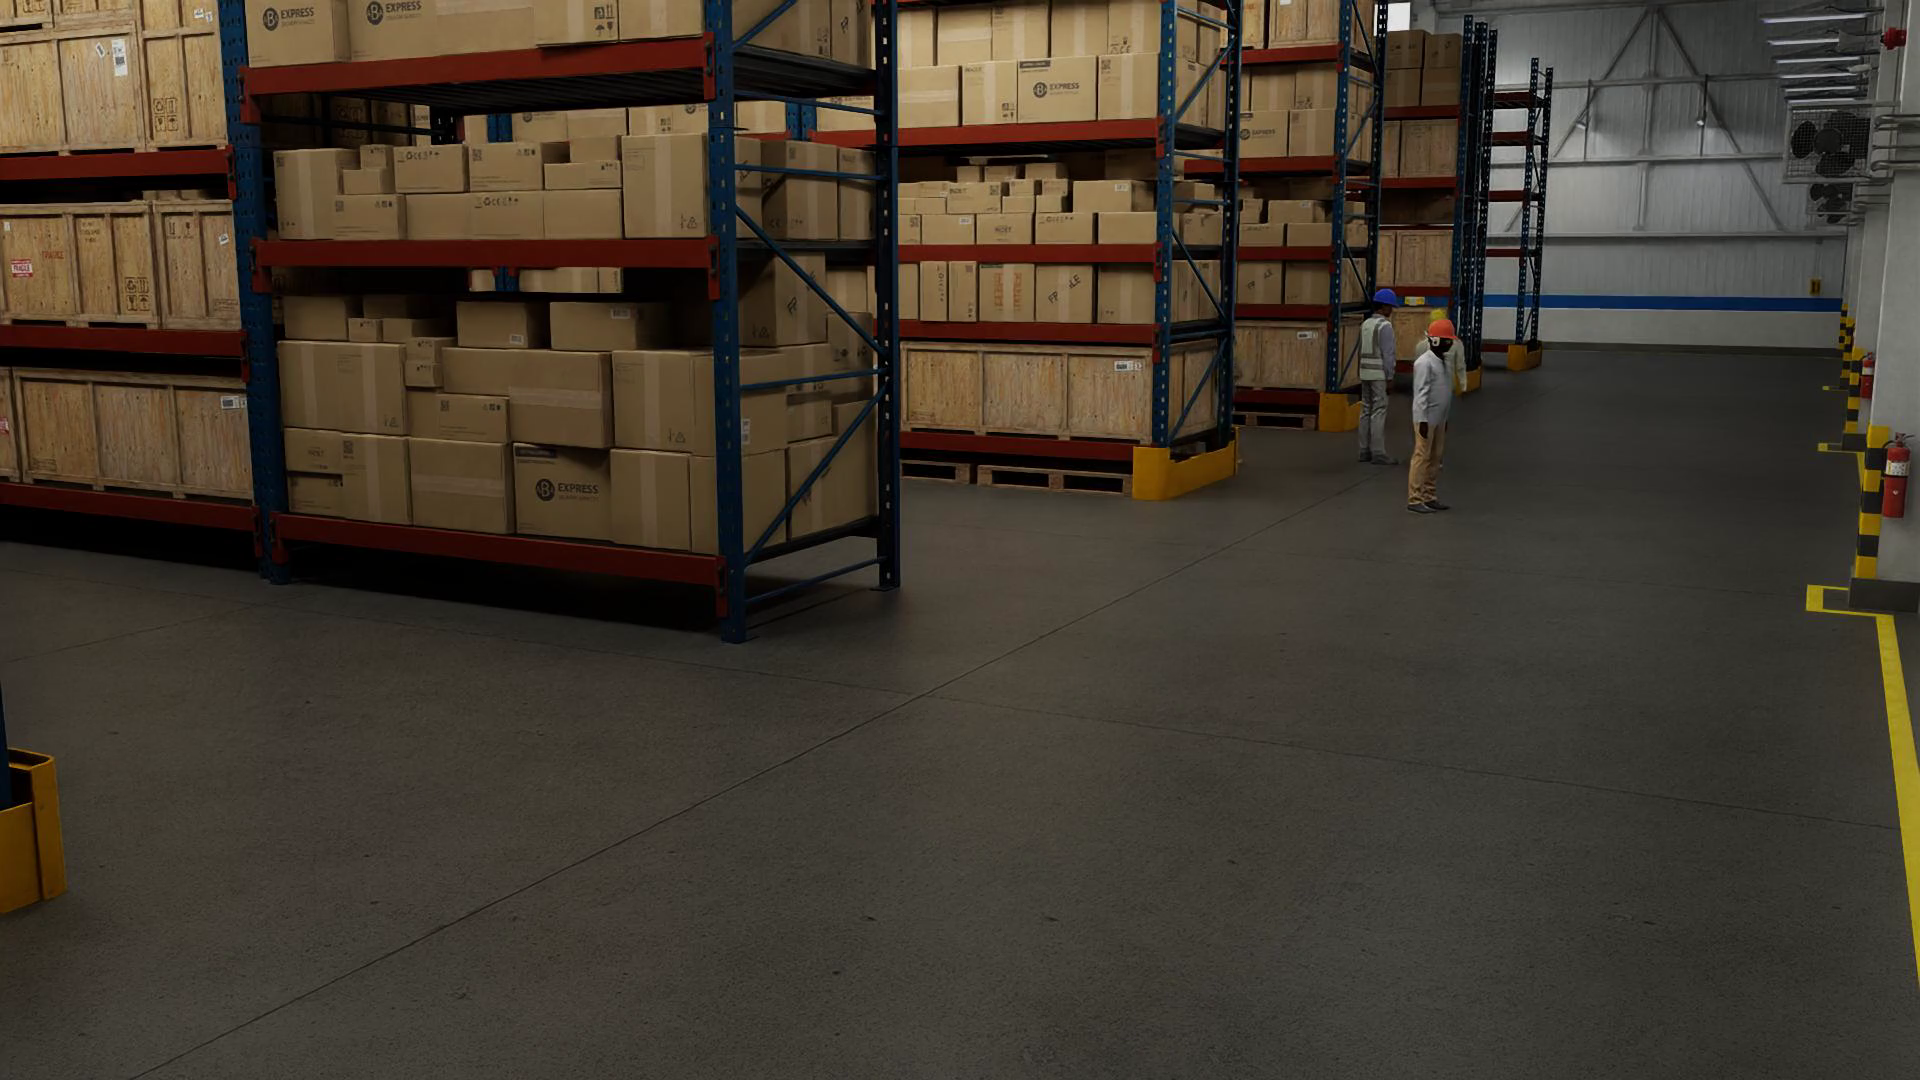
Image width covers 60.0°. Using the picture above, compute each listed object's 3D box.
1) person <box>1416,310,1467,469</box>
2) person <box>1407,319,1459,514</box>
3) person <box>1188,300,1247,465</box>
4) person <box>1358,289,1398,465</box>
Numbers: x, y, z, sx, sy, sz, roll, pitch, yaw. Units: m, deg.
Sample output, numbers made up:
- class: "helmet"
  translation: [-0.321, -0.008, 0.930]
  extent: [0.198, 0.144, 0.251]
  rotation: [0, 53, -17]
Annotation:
- class: "person"
  translation: [5.261, -1.668, 18.256]
  extent: [0.532, 1.719, 0.850]
  rotation: [0, 10, 0]
- class: "person"
  translation: [4.274, -1.110, 14.964]
  extent: [0.349, 1.743, 0.570]
  rotation: [8, 13, 40]
- class: "person"
  translation: [2.838, -1.744, 18.416]
  extent: [0.729, 1.823, 0.640]
  rotation: [5, 11, 28]
- class: "person"
  translation: [4.626, -1.800, 18.391]
  extent: [0.397, 1.939, 0.602]
  rotation: [-3, 10, -15]
